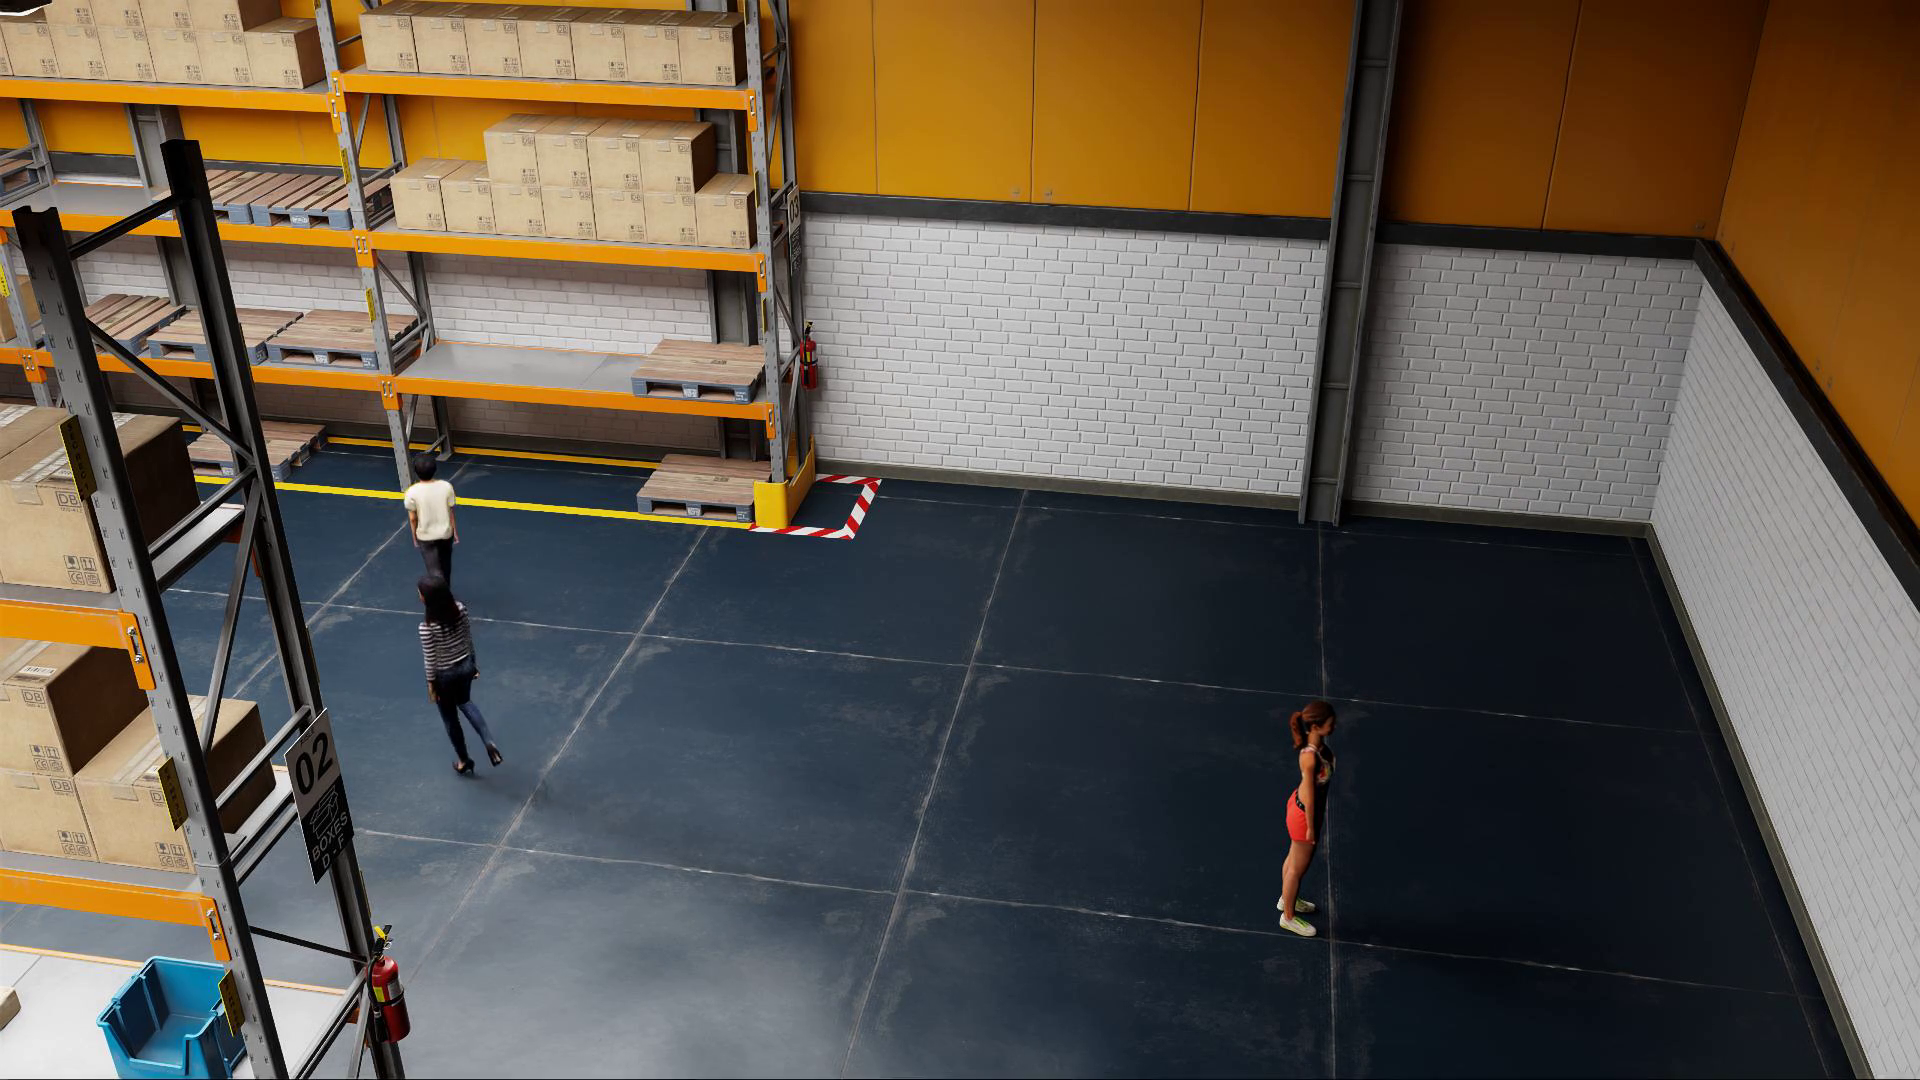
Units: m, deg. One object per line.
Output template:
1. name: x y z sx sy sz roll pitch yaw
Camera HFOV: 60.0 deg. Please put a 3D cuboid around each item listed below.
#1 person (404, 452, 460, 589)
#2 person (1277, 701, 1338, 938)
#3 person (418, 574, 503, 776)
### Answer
1. person: -4.623 -0.004 14.713 0.999 1.561 1.042 -18 33 -29
2. person: 2.310 1.831 11.107 0.551 1.791 0.581 6 29 11
3. person: -3.751 1.070 12.516 0.865 1.779 0.767 18 33 29
